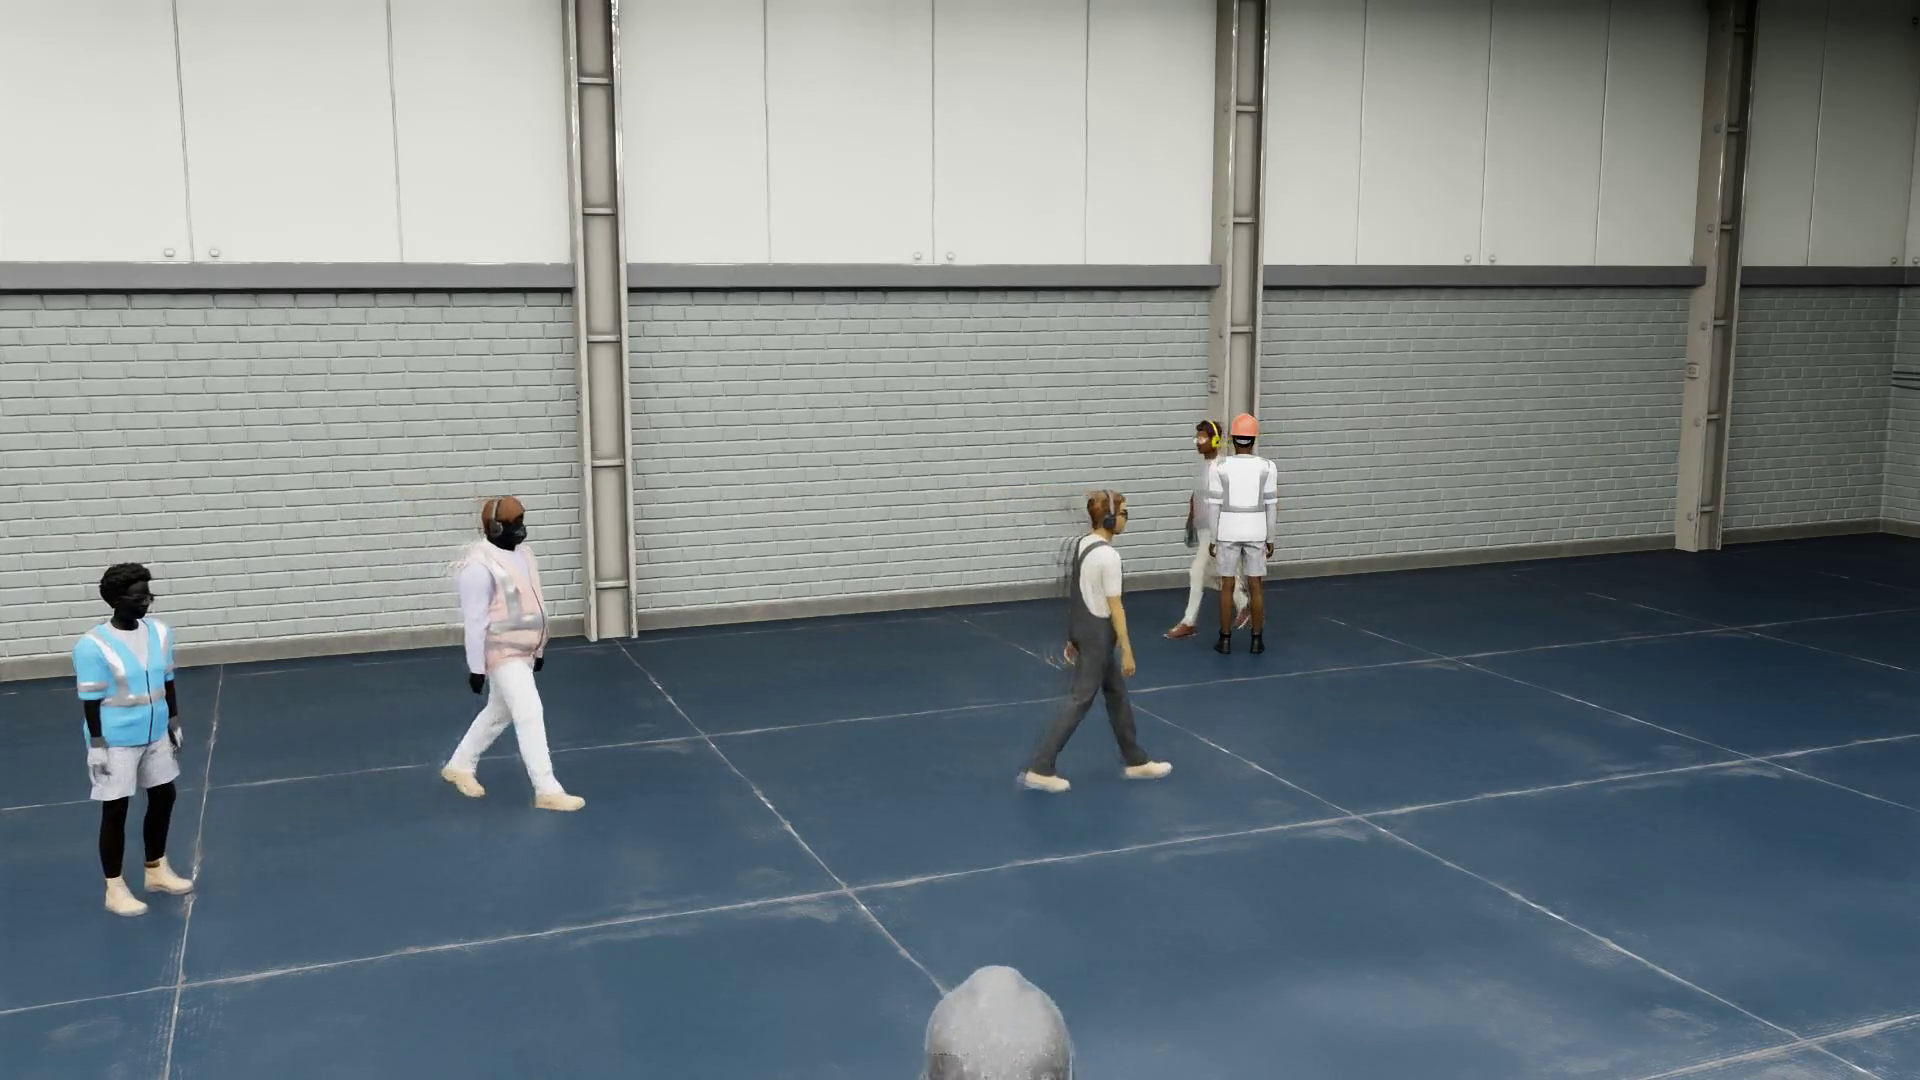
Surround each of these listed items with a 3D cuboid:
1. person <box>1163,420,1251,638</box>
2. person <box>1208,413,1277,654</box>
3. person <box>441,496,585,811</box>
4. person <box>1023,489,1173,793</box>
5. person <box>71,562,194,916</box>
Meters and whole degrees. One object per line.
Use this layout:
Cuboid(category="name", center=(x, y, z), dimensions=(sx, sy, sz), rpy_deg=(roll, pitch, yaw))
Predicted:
Cuboid(category="person", center=(2.146, -0.107, 14.056), dimensions=(0.918, 1.837, 0.528), rpy_deg=(-4, 10, -24))
Cuboid(category="person", center=(2.252, -0.044, 13.315), dimensions=(0.545, 1.938, 0.359), rpy_deg=(1, 9, 4))
Cuboid(category="person", center=(-2.614, 0.633, 9.489), dimensions=(0.917, 1.806, 0.631), rpy_deg=(2, 9, 11))
Cuboid(category="person", center=(0.792, 0.593, 9.781), dimensions=(0.972, 1.799, 0.537), rpy_deg=(-2, 9, -14))
Cuboid(category="person", center=(-3.959, 0.938, 7.940), dimensions=(0.319, 1.691, 0.536), rpy_deg=(4, 10, 22))
